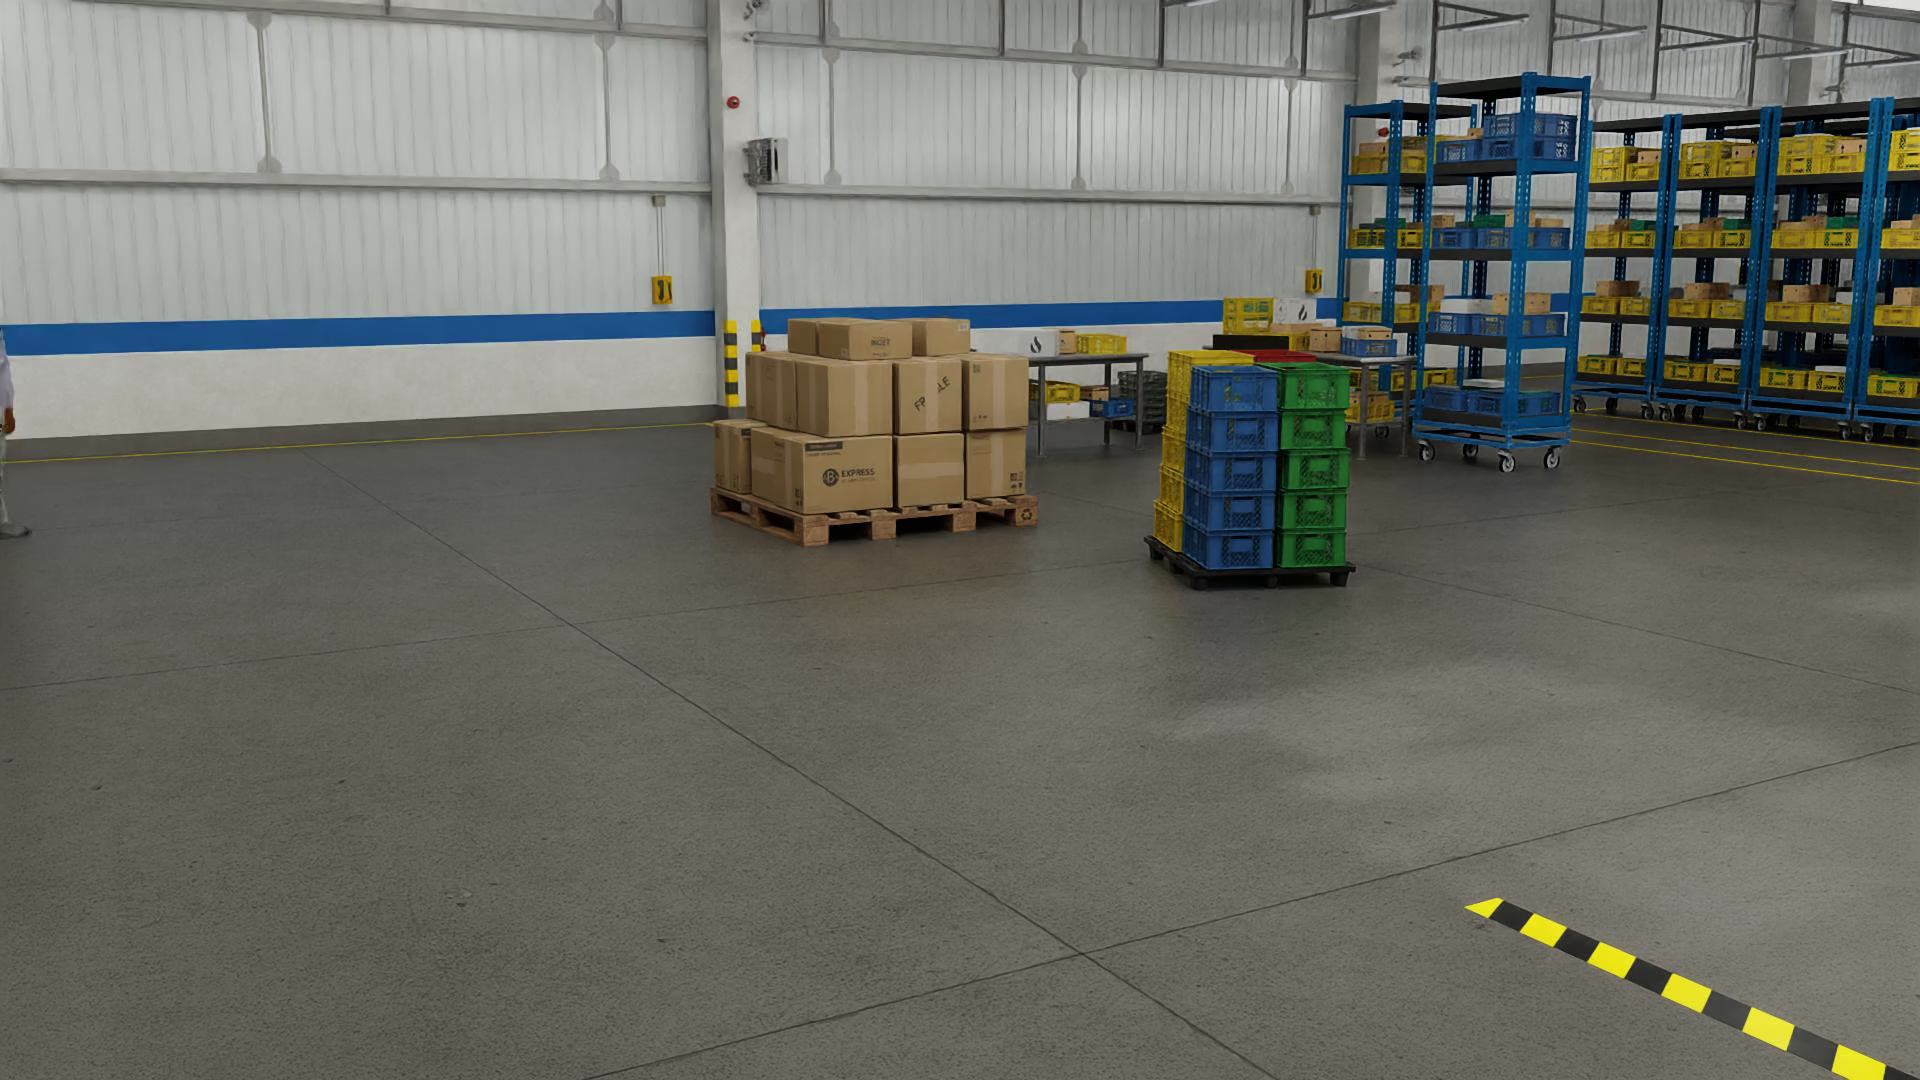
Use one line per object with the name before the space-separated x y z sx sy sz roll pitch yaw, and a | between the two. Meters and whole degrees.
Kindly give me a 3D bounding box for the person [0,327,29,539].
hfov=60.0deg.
person | -6.969 -0.949 11.744 0.667 1.924 0.408 3 10 15
